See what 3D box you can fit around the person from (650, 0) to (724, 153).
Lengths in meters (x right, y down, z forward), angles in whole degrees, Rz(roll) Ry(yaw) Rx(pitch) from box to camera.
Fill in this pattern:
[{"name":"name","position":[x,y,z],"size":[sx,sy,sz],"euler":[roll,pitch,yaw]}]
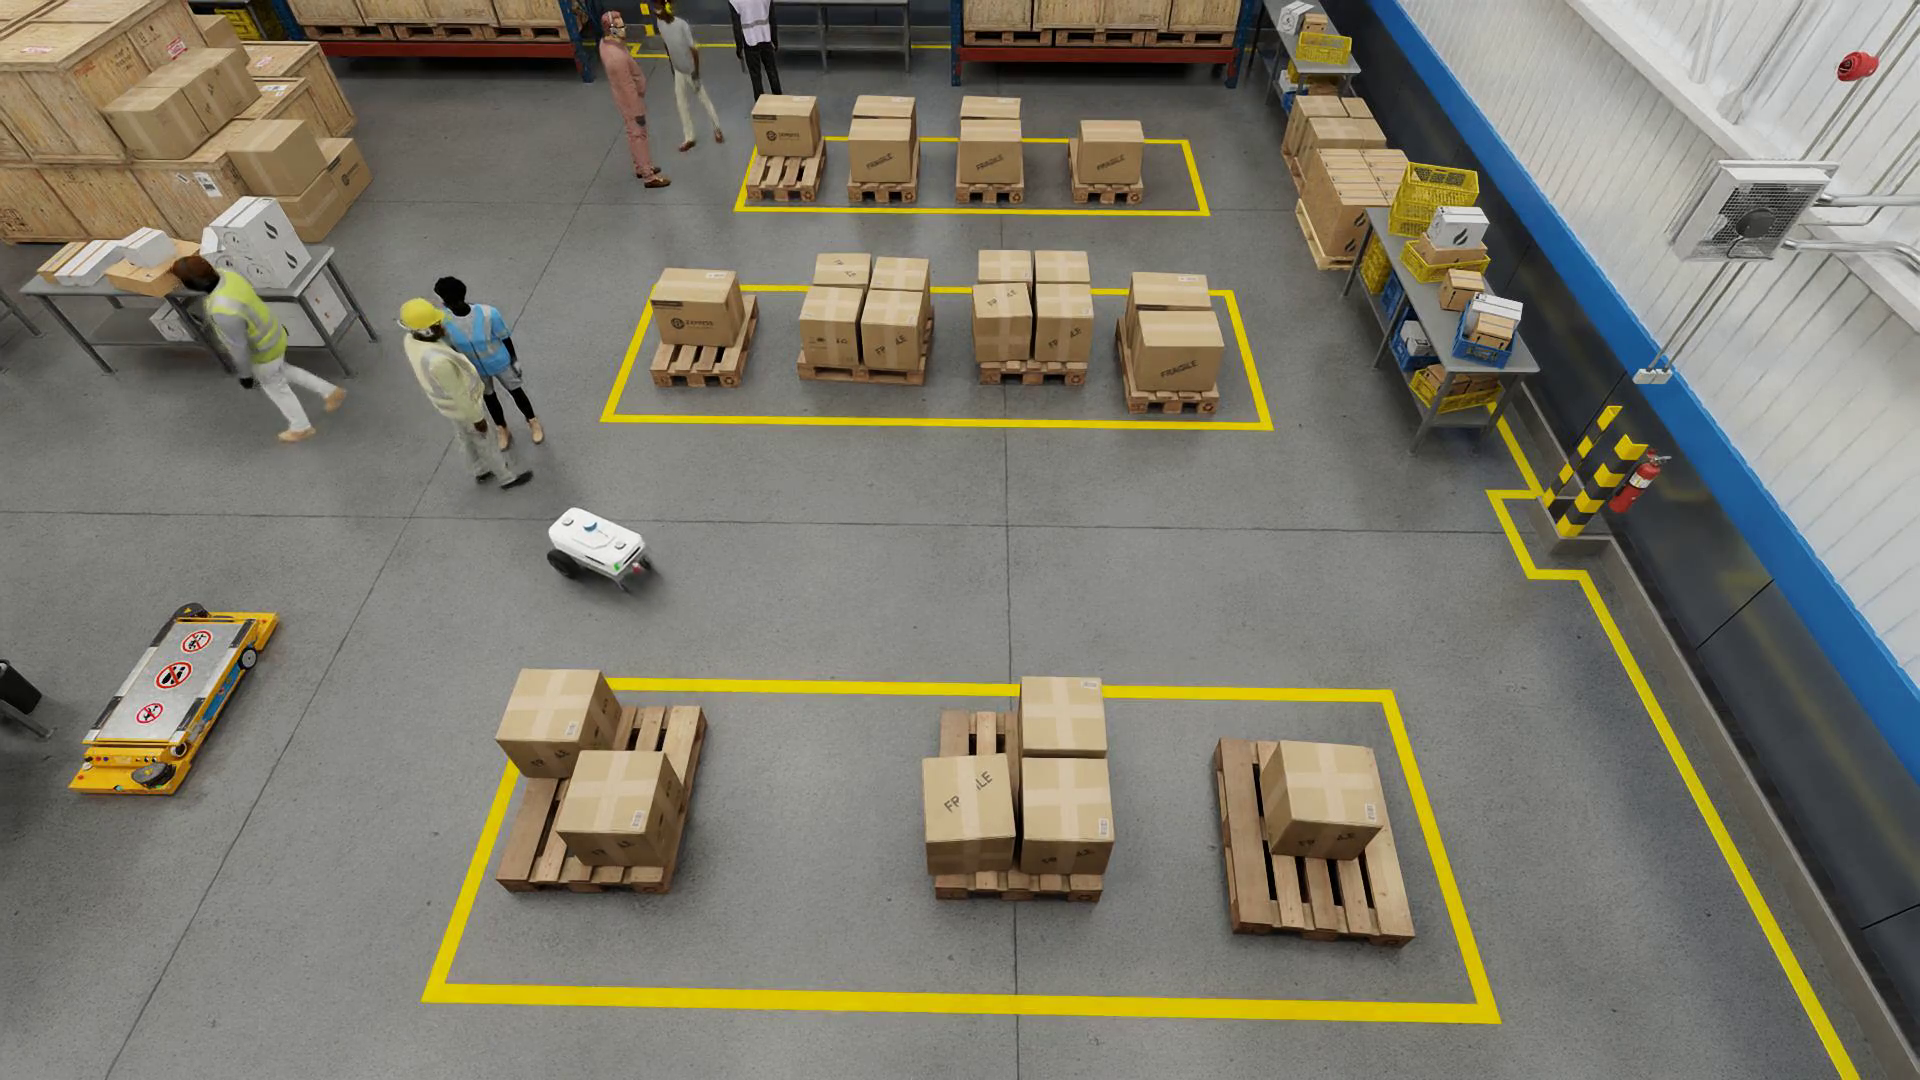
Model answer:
[{"name":"person","position":[-3.324,-5.718,11.187],"size":[0.519,1.828,0.676],"euler":[20,52,16]}]

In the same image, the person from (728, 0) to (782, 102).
[{"name":"person","position":[-2.577,-6.343,11.645],"size":[0.594,1.919,0.387],"euler":[-26,55,-20]}]

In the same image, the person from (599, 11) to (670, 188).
[{"name":"person","position":[-3.770,-5.056,10.564],"size":[0.402,1.906,0.651],"euler":[-23,53,-18]}]

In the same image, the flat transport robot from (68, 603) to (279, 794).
[{"name":"flat transport robot","position":[-5.504,1.072,6.442],"size":[0.652,0.197,1.431],"euler":[1,50,1]}]

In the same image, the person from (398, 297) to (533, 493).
[{"name":"person","position":[-3.963,-1.119,7.284],"size":[0.598,1.828,0.404],"euler":[36,58,26]}]

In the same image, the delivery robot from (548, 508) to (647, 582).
[{"name":"delivery robot","position":[-2.800,0.018,7.090],"size":[0.707,0.478,0.477],"euler":[21,53,17]}]

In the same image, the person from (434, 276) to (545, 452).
[{"name":"person","position":[-3.940,-1.465,7.659],"size":[0.536,1.697,0.322],"euler":[-12,51,-10]}]

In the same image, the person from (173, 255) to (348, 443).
[{"name":"person","position":[-5.845,-1.613,7.705],"size":[0.703,1.826,0.678],"euler":[-19,52,-16]}]
